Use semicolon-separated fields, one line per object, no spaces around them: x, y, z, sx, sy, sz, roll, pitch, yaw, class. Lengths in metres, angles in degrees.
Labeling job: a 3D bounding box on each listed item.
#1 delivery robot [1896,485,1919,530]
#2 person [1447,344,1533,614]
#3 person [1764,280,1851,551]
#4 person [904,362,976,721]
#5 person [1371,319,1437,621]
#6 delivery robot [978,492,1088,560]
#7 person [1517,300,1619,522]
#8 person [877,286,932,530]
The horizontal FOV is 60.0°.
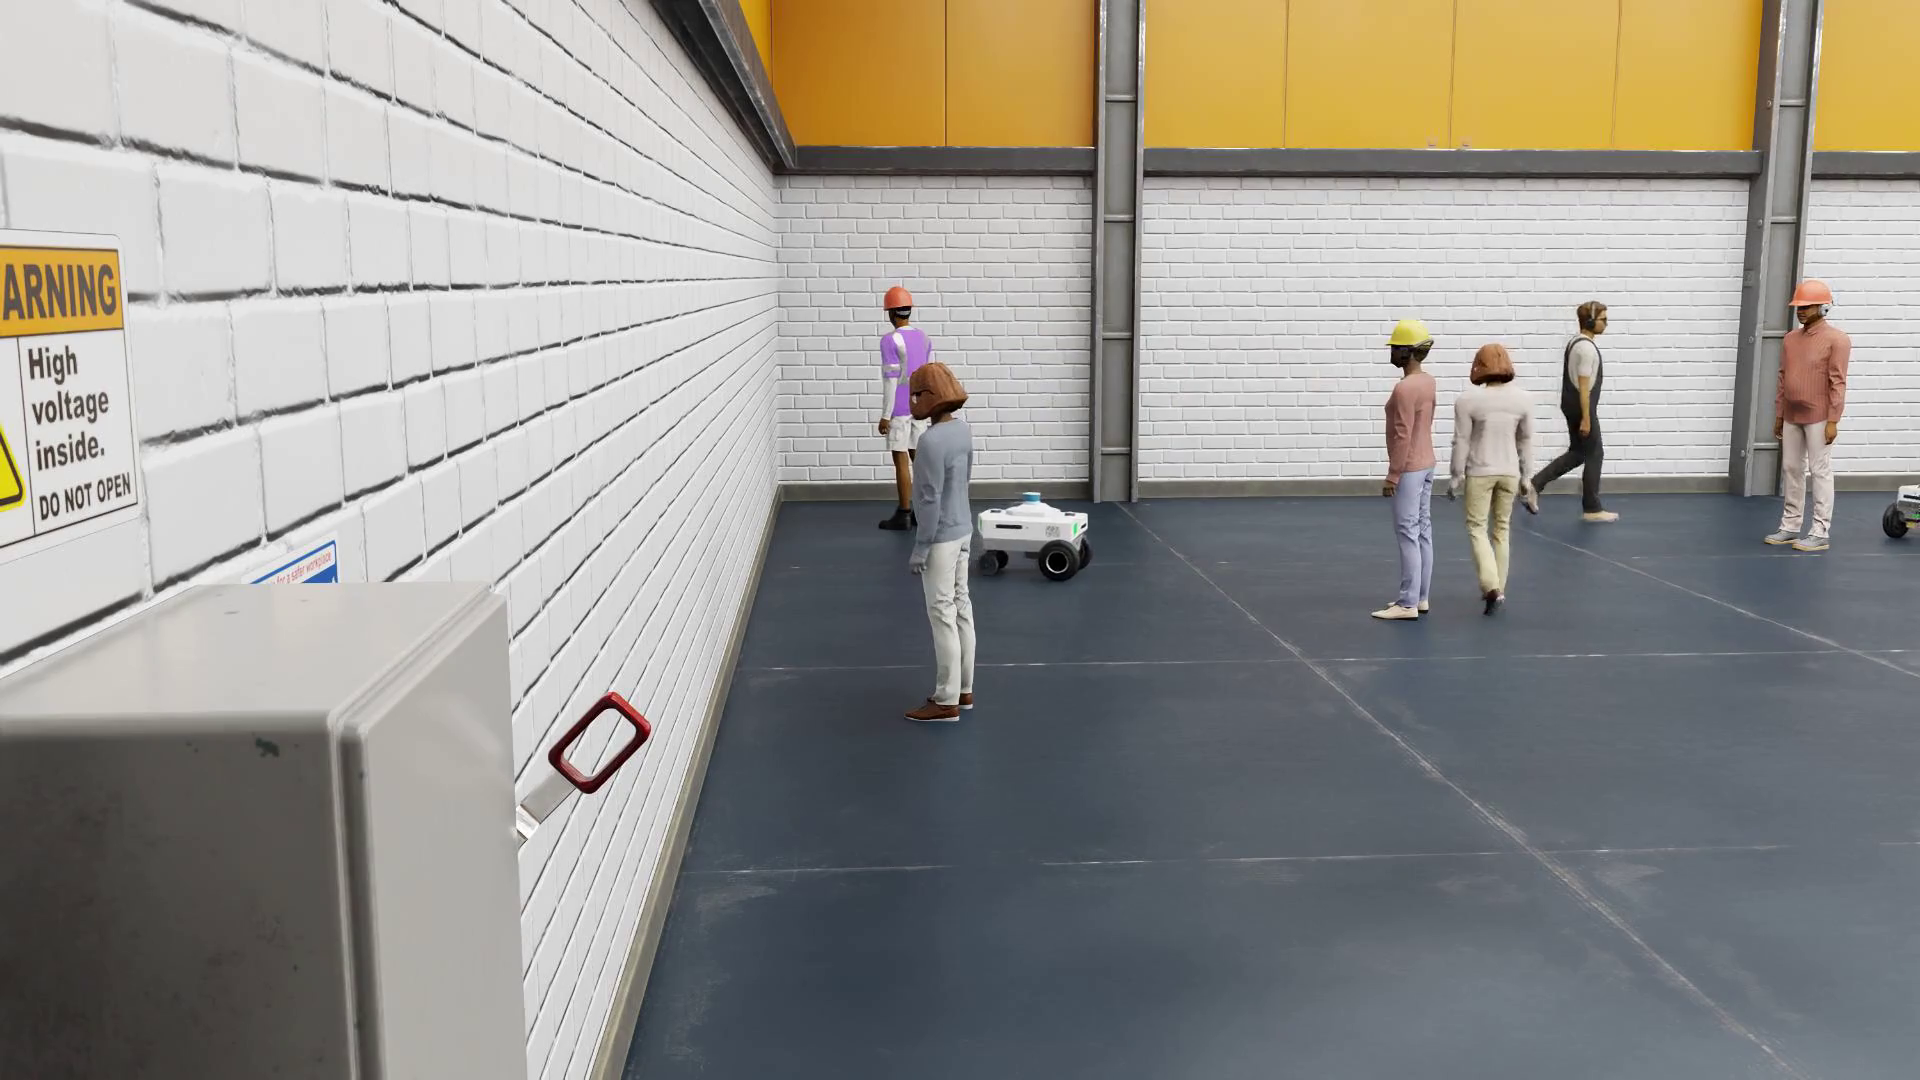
7.509;-0.313;12.681;0.707;0.478;0.477;-4;10;-25;delivery robot
3.217;-0.361;9.995;0.513;1.617;0.660;-1;9;-9;person
6.260;-0.919;12.304;0.407;1.987;0.614;-3;9;-16;person
-0.090;0.009;7.572;0.278;1.633;0.498;3;10;20;person
2.621;-0.406;9.791;0.328;1.760;0.523;6;11;33;person
0.488;-0.078;11.206;0.707;0.478;0.477;3;9;16;delivery robot
5.028;-1.046;13.619;0.730;1.823;0.527;1;9;7;person
-0.465;-1.041;13.228;0.376;1.934;0.547;7;11;36;person
